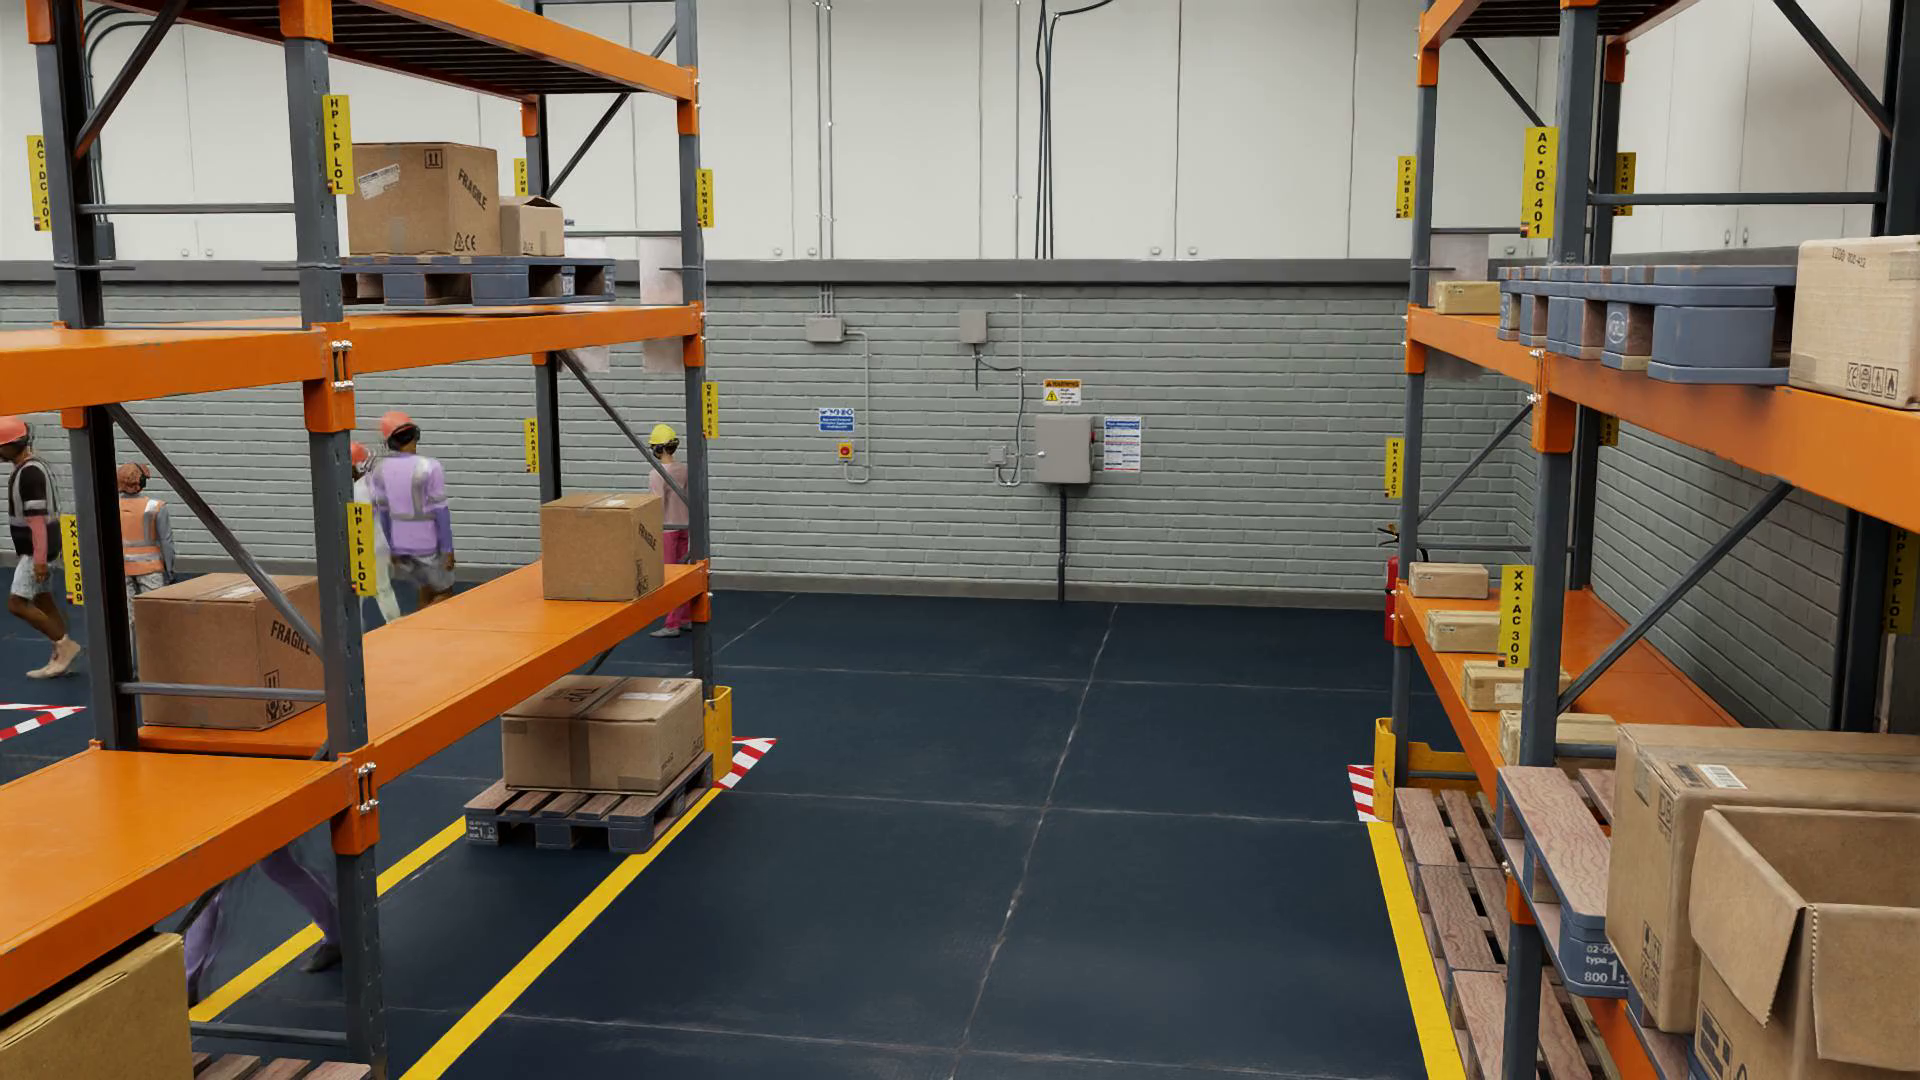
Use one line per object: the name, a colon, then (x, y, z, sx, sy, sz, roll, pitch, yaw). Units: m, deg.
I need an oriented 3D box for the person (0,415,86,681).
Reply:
person: (-6.760, 0.081, 12.103, 0.514, 2.003, 0.741, -6, 11, -33)

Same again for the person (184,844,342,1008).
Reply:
person: (-2.992, 1.064, 6.939, 0.920, 1.717, 0.529, -5, 10, -26)

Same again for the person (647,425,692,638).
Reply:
person: (-2.429, -0.072, 13.790, 0.326, 1.767, 0.533, 4, 10, 21)

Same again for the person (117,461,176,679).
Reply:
person: (-6.037, 0.244, 12.229, 0.525, 1.639, 0.307, -1, 9, -5)

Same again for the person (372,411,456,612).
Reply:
person: (-4.037, 0.031, 12.450, 0.647, 1.993, 0.541, 4, 10, 25)
